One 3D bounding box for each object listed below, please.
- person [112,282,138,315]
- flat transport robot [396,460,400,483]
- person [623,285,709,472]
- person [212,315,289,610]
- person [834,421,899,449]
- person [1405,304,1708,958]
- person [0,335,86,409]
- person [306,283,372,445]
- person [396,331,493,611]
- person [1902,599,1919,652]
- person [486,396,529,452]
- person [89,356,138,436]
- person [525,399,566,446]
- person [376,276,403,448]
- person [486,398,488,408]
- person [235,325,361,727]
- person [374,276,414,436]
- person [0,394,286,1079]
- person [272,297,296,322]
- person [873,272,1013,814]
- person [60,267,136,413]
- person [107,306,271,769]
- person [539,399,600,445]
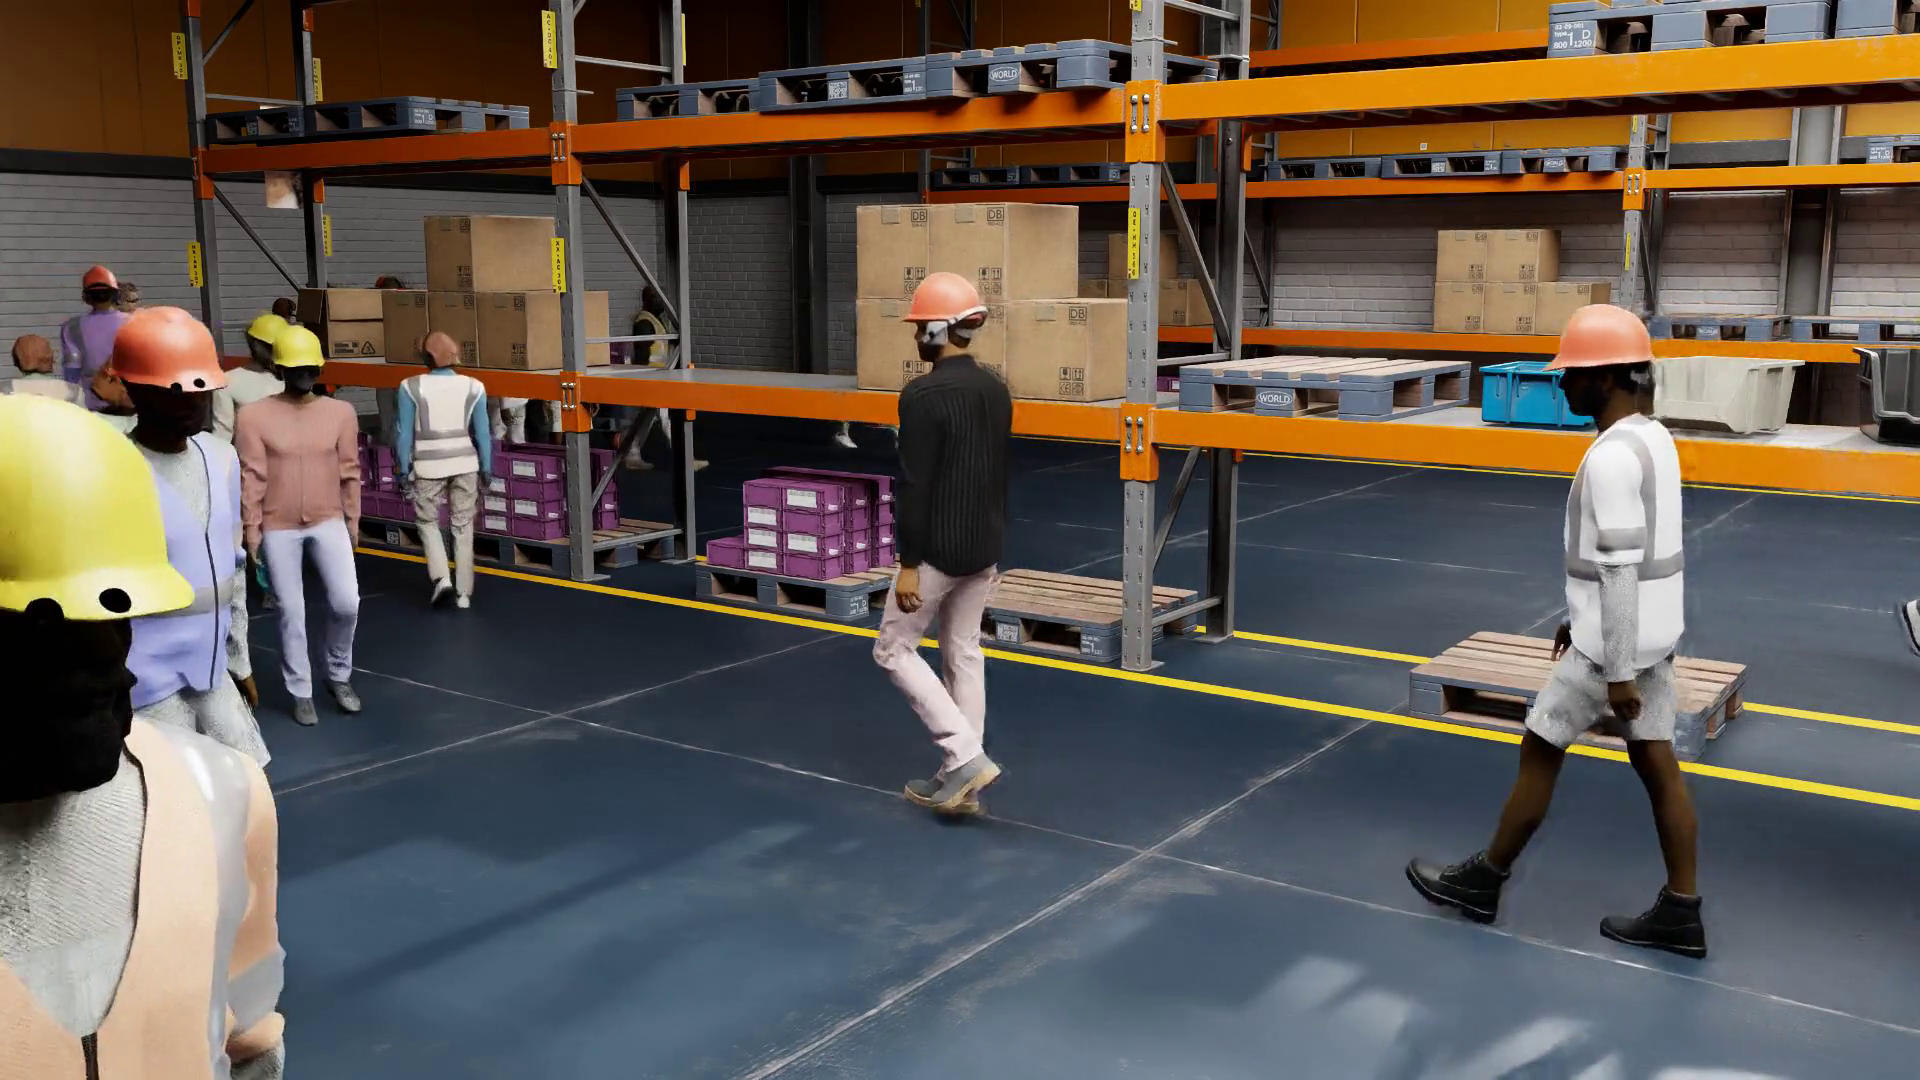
[{"bbox_3d":[-7.274,-1.295,14.354,0.981,1.851,0.717,-8,13,-40],"label":"person"},{"bbox_3d":[-4.960,-0.591,14.819,0.652,0.197,1.431,9,13,44],"label":"flat transport robot"},{"bbox_3d":[-2.872,-1.544,15.978,0.873,1.798,0.650,0,10,-1],"label":"person"},{"bbox_3d":[-3.926,-0.406,9.413,0.555,1.701,0.850,-4,10,-24],"label":"person"},{"bbox_3d":[-0.938,-1.879,17.888,0.979,1.833,0.502,5,11,27],"label":"person"},{"bbox_3d":[1.817,0.262,4.939,0.955,1.889,0.551,8,12,38],"label":"person"},{"bbox_3d":[-5.193,-0.346,9.371,0.530,1.603,0.784,-8,13,-41],"label":"person"},{"bbox_3d":[-6.214,-1.645,16.445,0.732,1.840,0.533,1,10,3],"label":"person"},{"bbox_3d":[-2.961,-0.389,9.584,0.553,1.623,0.371,-5,11,-29],"label":"person"},{"bbox_3d":[5.022,-0.273,8.029,0.594,1.909,0.578,-9,13,-42],"label":"person"},{"bbox_3d":[-3.517,-1.071,12.956,0.517,1.854,0.596,2,10,10],"label":"person"},{"bbox_3d":[-3.753,-0.047,7.585,0.540,1.611,0.520,5,11,28],"label":"person"},{"bbox_3d":[-3.737,-1.448,14.662,0.536,2.000,0.672,5,11,28],"label":"person"},{"bbox_3d":[-5.234,-1.543,15.716,0.643,1.890,1.023,3,10,17],"label":"person"},{"bbox_3d":[-4.442,-1.471,14.940,0.622,1.990,0.402,0,10,-3],"label":"person"},{"bbox_3d":[-2.844,-0.052,7.212,0.526,1.747,0.396,-6,11,-31],"label":"person"},{"bbox_3d":[-5.717,-1.760,17.029,0.565,1.877,0.981,-2,10,-12],"label":"person"},{"bbox_3d":[-0.943,0.801,1.656,0.646,1.906,0.598,6,11,33],"label":"person"},{"bbox_3d":[-7.077,-1.724,17.508,0.514,1.637,0.310,3,10,15],"label":"person"},{"bbox_3d":[-0.052,0.031,6.025,0.426,1.980,0.655,7,12,36],"label":"person"},{"bbox_3d":[-6.320,-1.035,12.415,0.617,1.986,1.108,-2,10,-14],"label":"person"},{"bbox_3d":[-2.052,0.352,4.332,0.535,1.911,0.609,2,10,10],"label":"person"},{"bbox_3d":[-3.191,-1.212,13.556,0.545,1.942,0.349,-8,13,-41],"label":"person"}]
